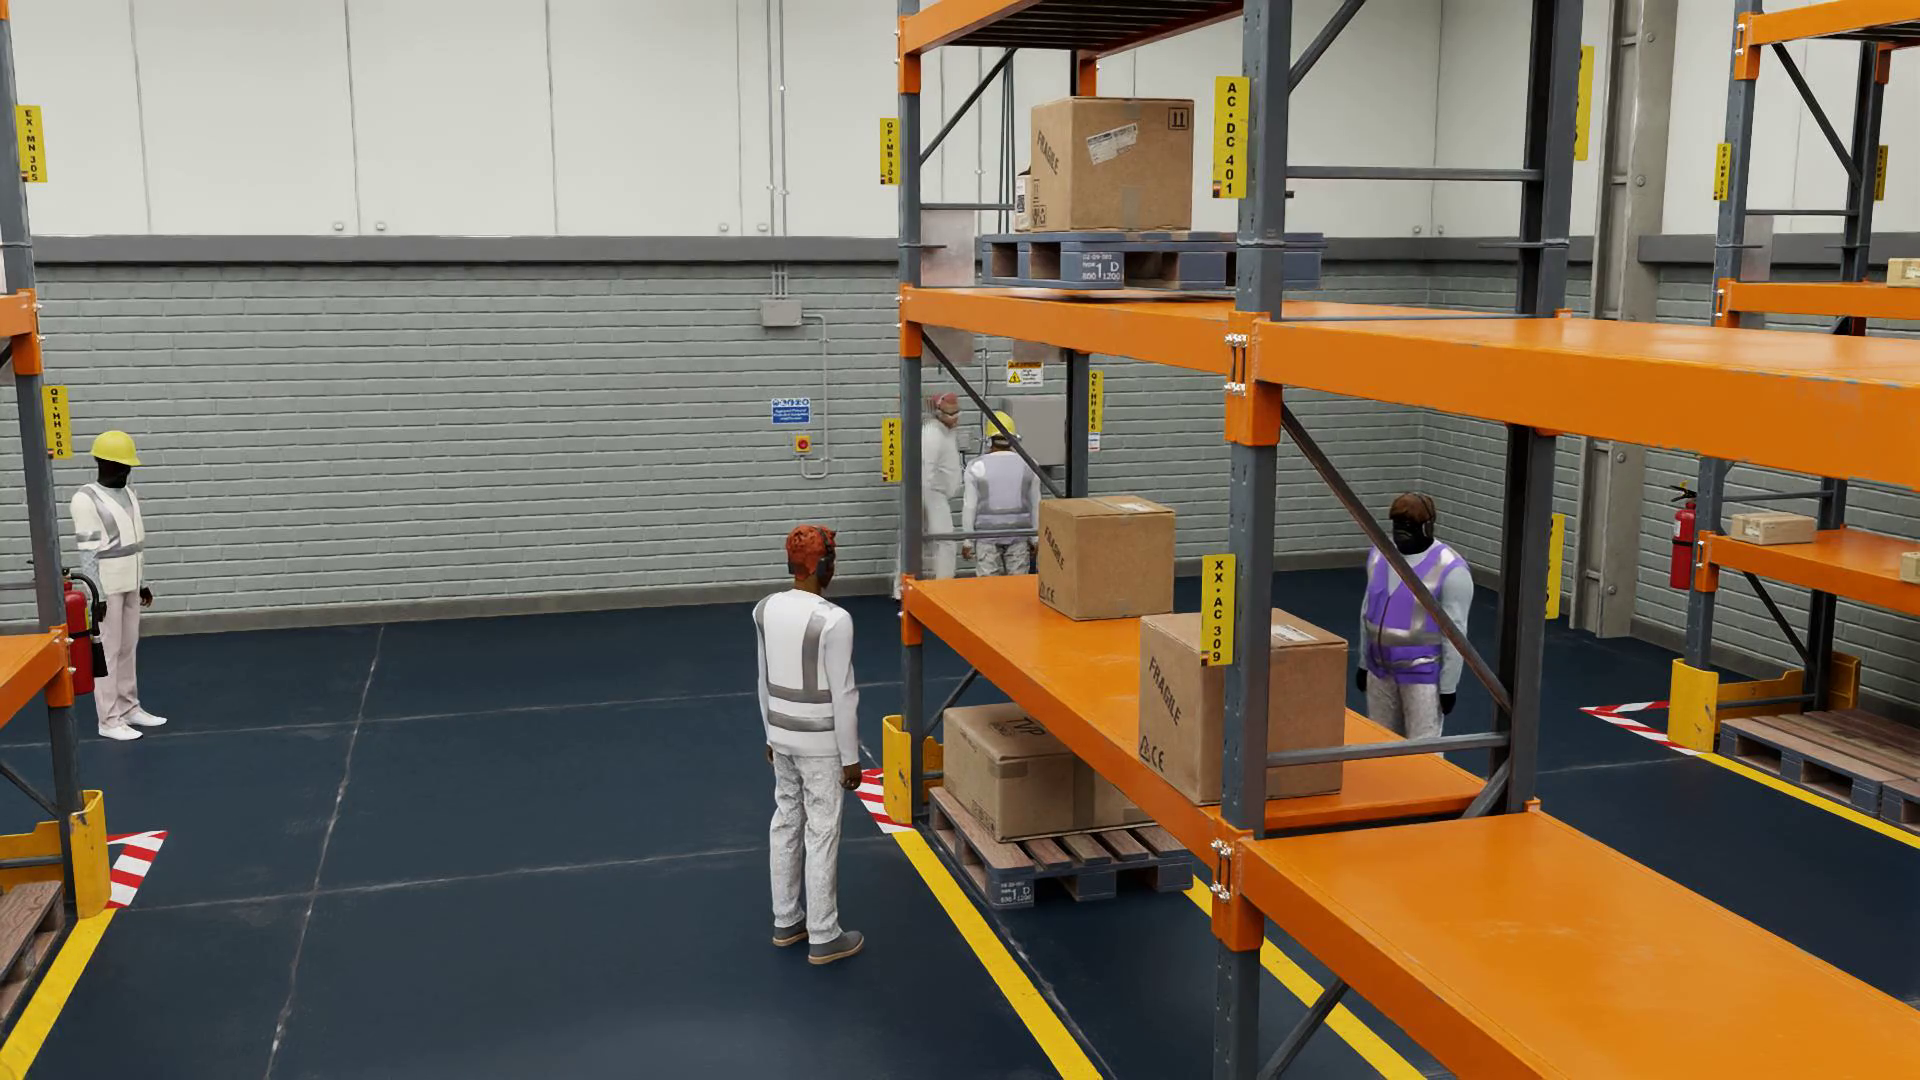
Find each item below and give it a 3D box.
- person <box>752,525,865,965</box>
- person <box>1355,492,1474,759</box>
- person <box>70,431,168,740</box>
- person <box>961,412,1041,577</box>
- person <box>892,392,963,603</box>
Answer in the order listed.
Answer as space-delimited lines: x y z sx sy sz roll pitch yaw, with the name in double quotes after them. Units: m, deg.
-0.642 0.864 7.115 0.575 1.880 0.358 9 14 43 "person"
2.258 0.664 8.382 0.430 1.833 0.633 -6 12 -33 "person"
-5.235 0.275 10.357 0.378 1.918 0.585 0 10 1 "person"
0.309 -0.028 12.373 0.608 1.833 0.473 -2 10 -9 "person"
-0.269 -0.312 13.905 0.712 1.867 0.686 1 10 5 "person"
